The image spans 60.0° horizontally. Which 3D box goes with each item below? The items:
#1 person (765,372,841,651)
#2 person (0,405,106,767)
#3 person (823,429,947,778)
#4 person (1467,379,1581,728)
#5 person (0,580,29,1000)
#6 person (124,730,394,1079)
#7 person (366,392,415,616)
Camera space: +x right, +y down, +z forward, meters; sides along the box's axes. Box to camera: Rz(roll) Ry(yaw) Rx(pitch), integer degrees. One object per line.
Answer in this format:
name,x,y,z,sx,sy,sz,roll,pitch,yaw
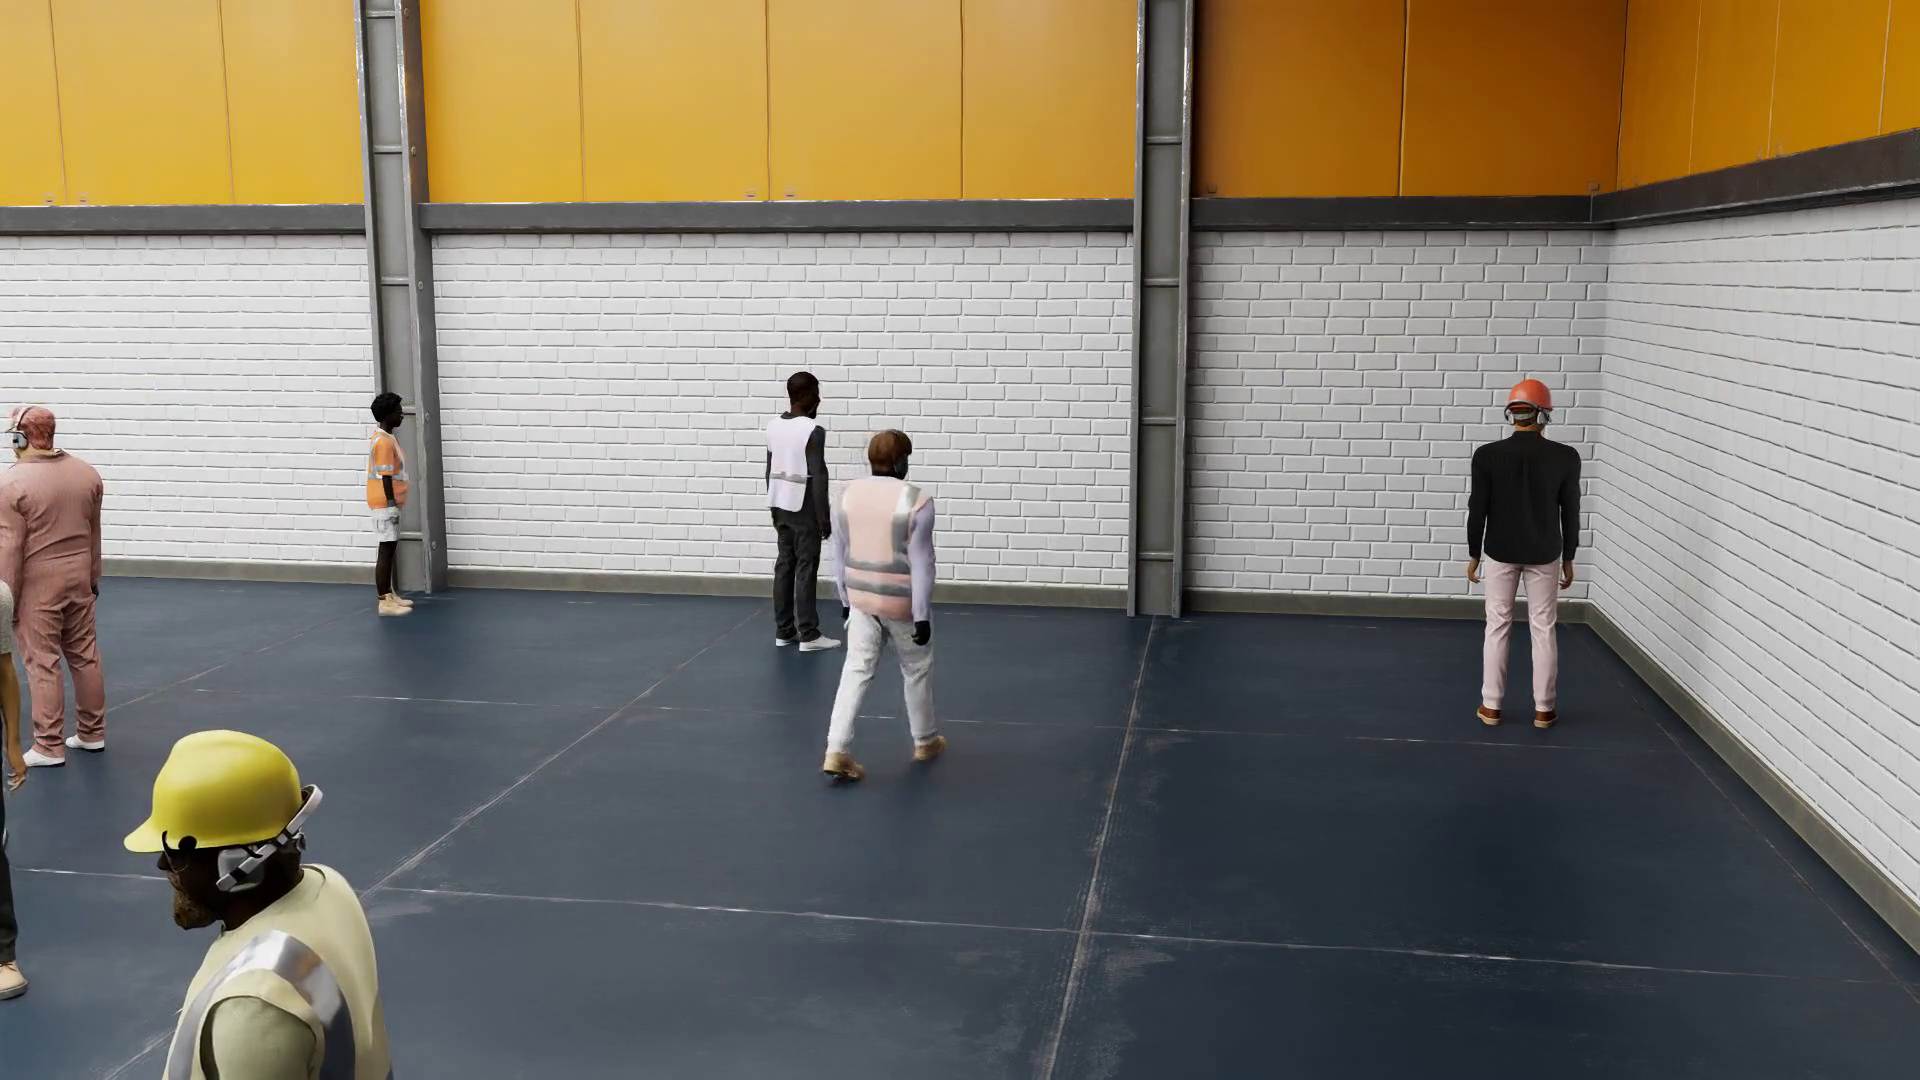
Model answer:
person,-1.115,-0.195,11.443,0.398,1.915,0.588,-8,12,-42
person,-4.820,0.240,8.775,0.411,1.910,0.643,3,10,18
person,-0.405,0.325,8.595,0.637,1.805,0.939,5,11,29
person,3.211,0.080,9.519,0.612,1.987,0.401,3,10,17
person,-3.584,0.745,5.873,0.505,1.841,0.346,-6,11,-33
person,-1.226,1.222,2.991,0.403,1.825,0.595,-2,9,-10
person,-4.332,-0.273,12.614,0.320,1.694,0.531,-3,10,-17
